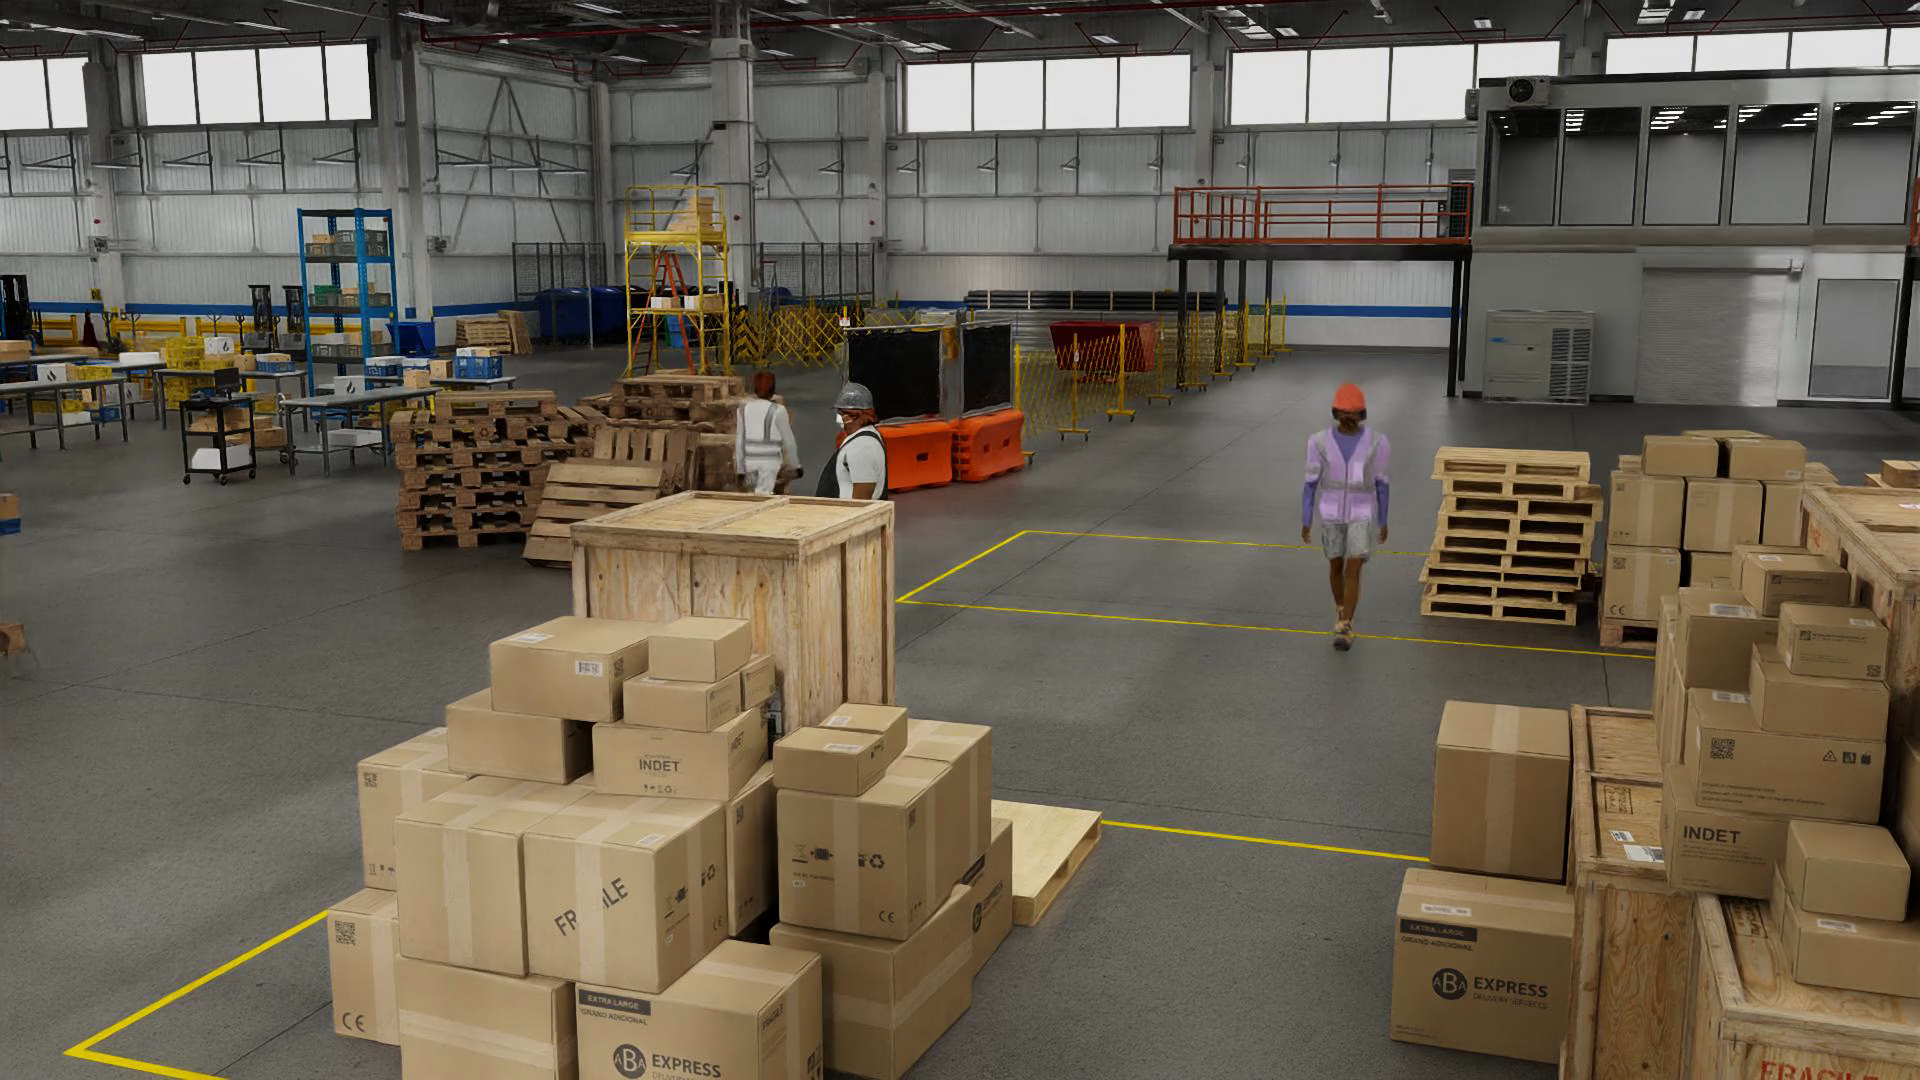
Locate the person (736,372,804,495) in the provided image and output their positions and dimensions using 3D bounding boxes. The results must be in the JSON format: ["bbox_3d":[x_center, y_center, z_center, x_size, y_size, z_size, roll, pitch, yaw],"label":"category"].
[{"bbox_3d":[-1.855,-0.707,16.042,0.569,1.823,1.020,7,12,34],"label":"person"}]

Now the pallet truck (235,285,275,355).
[{"bbox_3d":[-18.327,-5.835,44.421,0.823,1.965,1.885,4,11,23],"label":"pallet truck"}]

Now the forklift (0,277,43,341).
[{"bbox_3d":[-27.151,-6.329,46.328,1.157,1.987,2.680,3,11,17],"label":"forklift"}]

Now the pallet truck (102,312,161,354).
[{"bbox_3d":[-23.057,-5.777,46.261,0.680,1.201,1.601,3,11,19],"label":"pallet truck"}]

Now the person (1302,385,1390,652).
[{"bbox_3d":[2.913,-0.182,12.602,0.630,1.985,1.077,3,11,18],"label":"person"}]

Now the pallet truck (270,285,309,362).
[{"bbox_3d":[-17.147,-5.700,43.663,0.823,1.965,1.885,3,11,17],"label":"pallet truck"}]

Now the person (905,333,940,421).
[{"bbox_3d":[-0.598,-2.398,25.890,0.586,1.694,0.923,8,13,40],"label":"person"}]

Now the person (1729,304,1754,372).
[{"bbox_3d":[18.577,-4.903,39.479,0.639,1.885,0.473,-5,11,-24],"label":"person"}]

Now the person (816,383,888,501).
[{"bbox_3d":[-0.798,-0.140,12.228,0.537,2.000,0.682,0,10,0],"label":"person"}]

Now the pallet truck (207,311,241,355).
[{"bbox_3d":[-19.537,-5.575,44.913,0.653,1.274,1.630,3,11,19],"label":"pallet truck"}]

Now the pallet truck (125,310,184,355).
[{"bbox_3d":[-22.038,-5.665,45.457,0.704,1.261,1.522,3,11,17],"label":"pallet truck"}]
